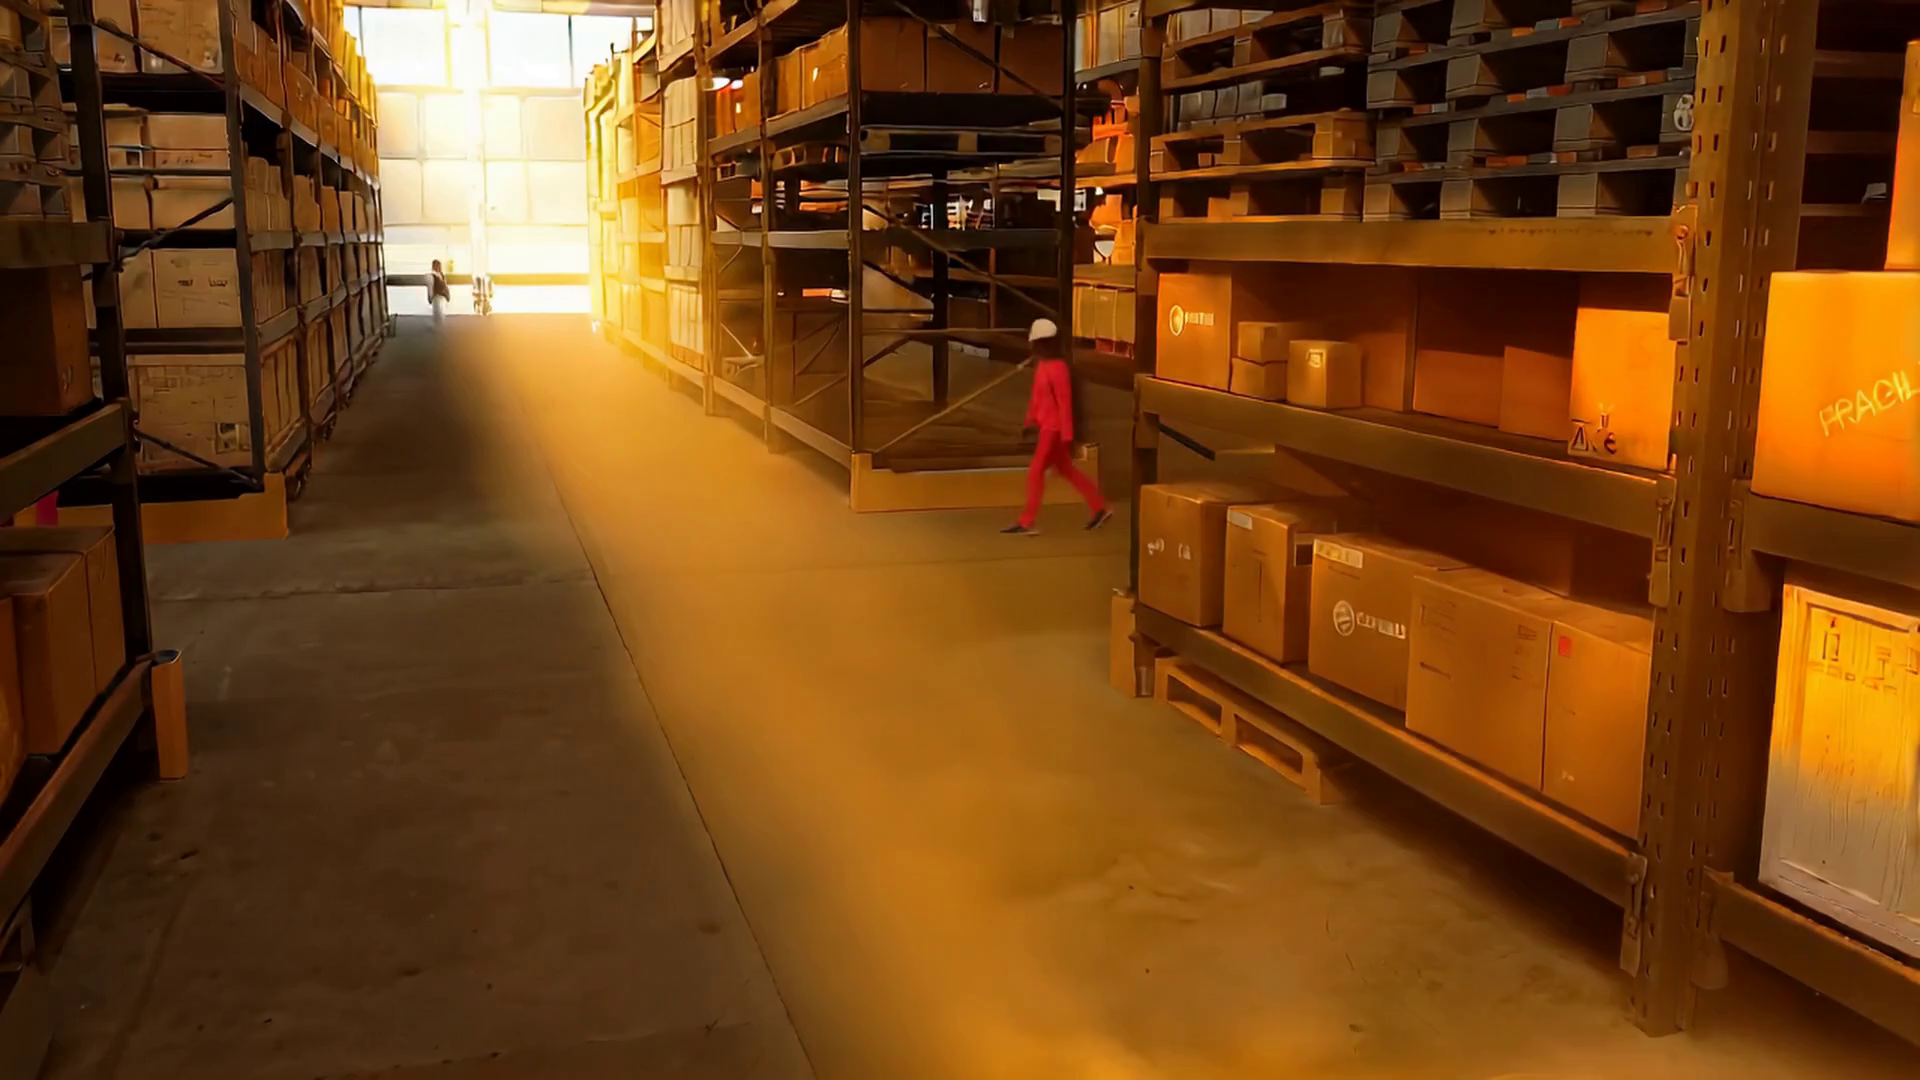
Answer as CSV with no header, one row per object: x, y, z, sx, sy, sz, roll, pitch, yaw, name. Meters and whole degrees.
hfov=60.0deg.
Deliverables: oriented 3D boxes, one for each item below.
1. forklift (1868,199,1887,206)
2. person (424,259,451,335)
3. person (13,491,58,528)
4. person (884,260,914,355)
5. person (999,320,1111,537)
11.338,-2.915,21.052,1.129,2.768,1.873,-3,11,-17,forklift
-12.662,-5.868,40.157,0.722,1.818,0.634,3,11,15,person
-6.516,-0.691,11.712,0.390,1.840,0.565,1,10,6,person
-1.191,-4.616,33.095,0.647,1.886,0.515,-3,11,-15,person
0.786,-0.887,13.138,0.939,1.711,0.513,-3,11,-14,person
